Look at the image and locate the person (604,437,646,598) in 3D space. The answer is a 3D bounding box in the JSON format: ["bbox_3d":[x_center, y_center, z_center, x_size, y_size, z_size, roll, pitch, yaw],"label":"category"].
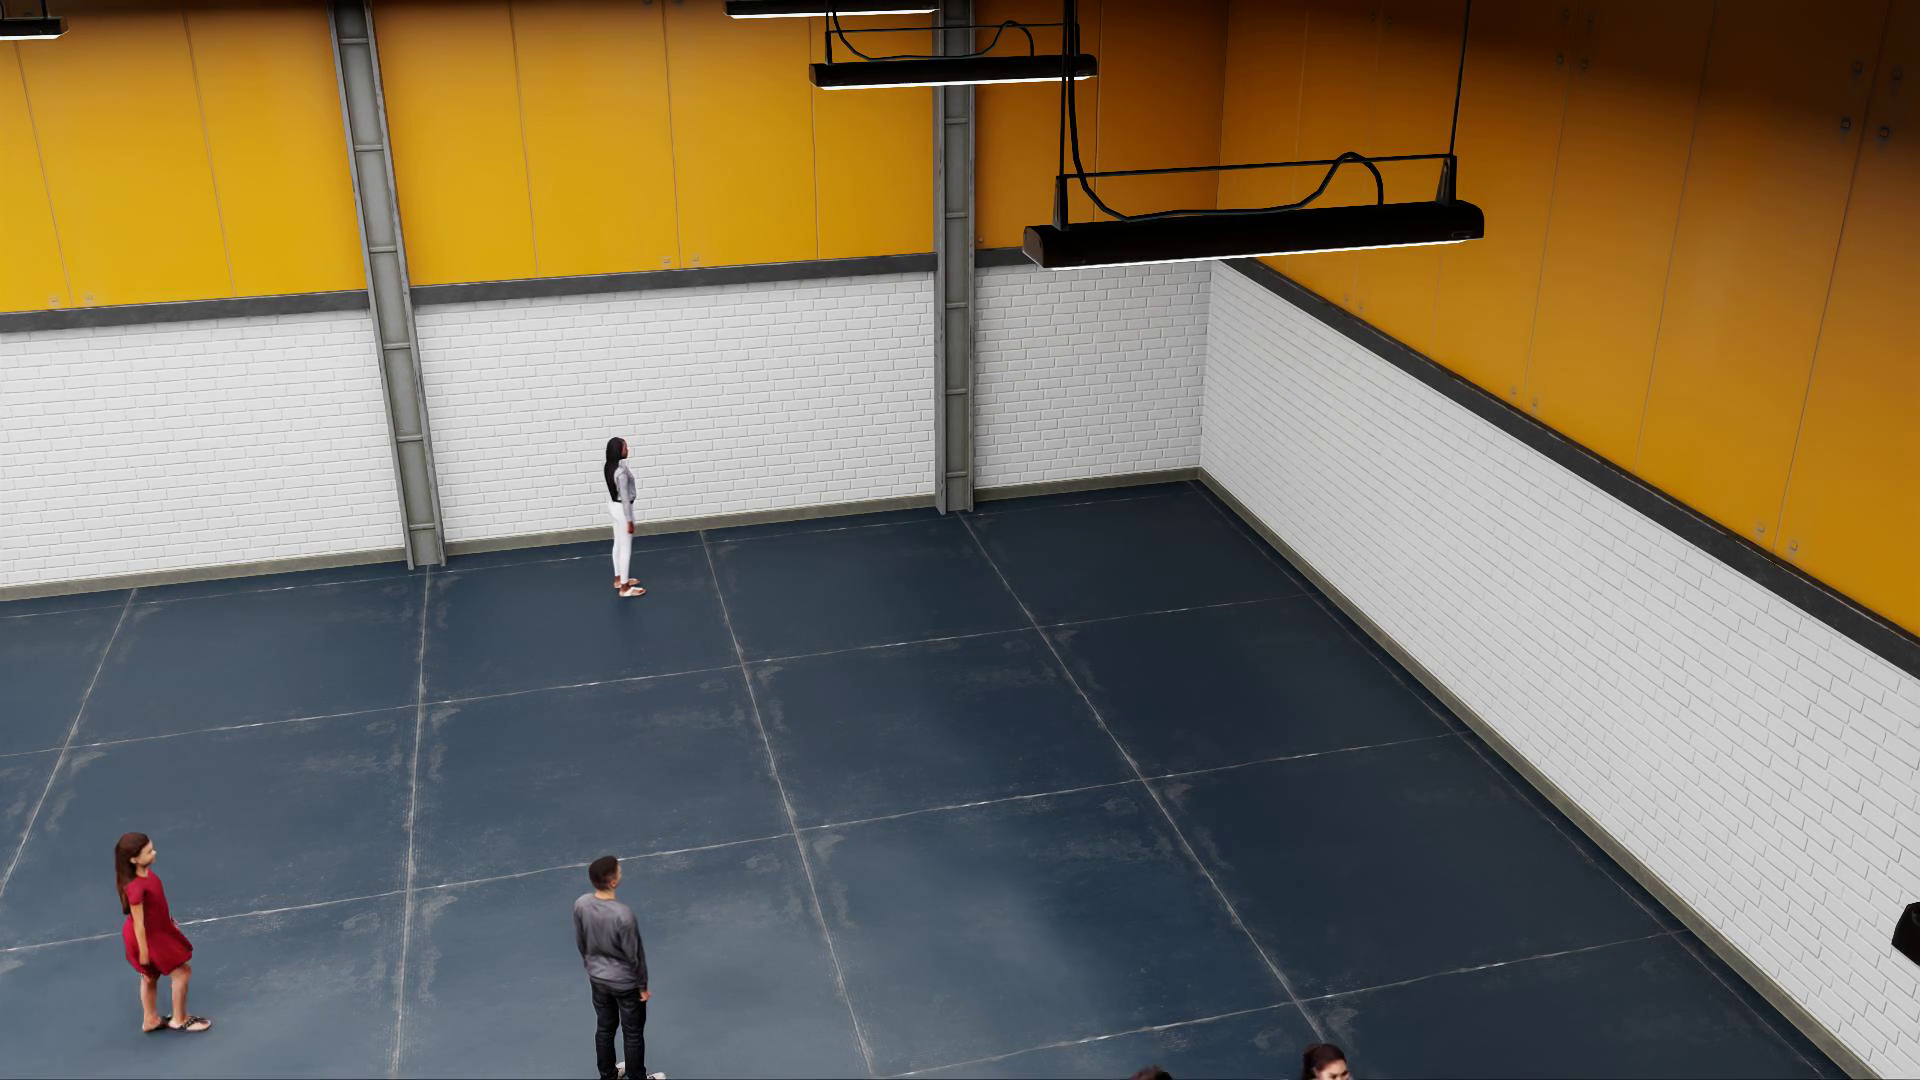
[{"bbox_3d":[-3.515,-0.259,17.304,0.568,1.724,0.624,-11,26,-24],"label":"person"}]

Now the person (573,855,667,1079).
[{"bbox_3d":[-2.153,2.736,10.407,0.674,1.761,0.761,10,25,21],"label":"person"}]

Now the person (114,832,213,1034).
[{"bbox_3d":[-5.422,2.615,10.962,0.695,1.538,0.599,-11,26,-24],"label":"person"}]

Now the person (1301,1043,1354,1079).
[{"bbox_3d":[1.877,3.389,9.087,1.042,1.622,0.690,-5,24,-12],"label":"person"}]
